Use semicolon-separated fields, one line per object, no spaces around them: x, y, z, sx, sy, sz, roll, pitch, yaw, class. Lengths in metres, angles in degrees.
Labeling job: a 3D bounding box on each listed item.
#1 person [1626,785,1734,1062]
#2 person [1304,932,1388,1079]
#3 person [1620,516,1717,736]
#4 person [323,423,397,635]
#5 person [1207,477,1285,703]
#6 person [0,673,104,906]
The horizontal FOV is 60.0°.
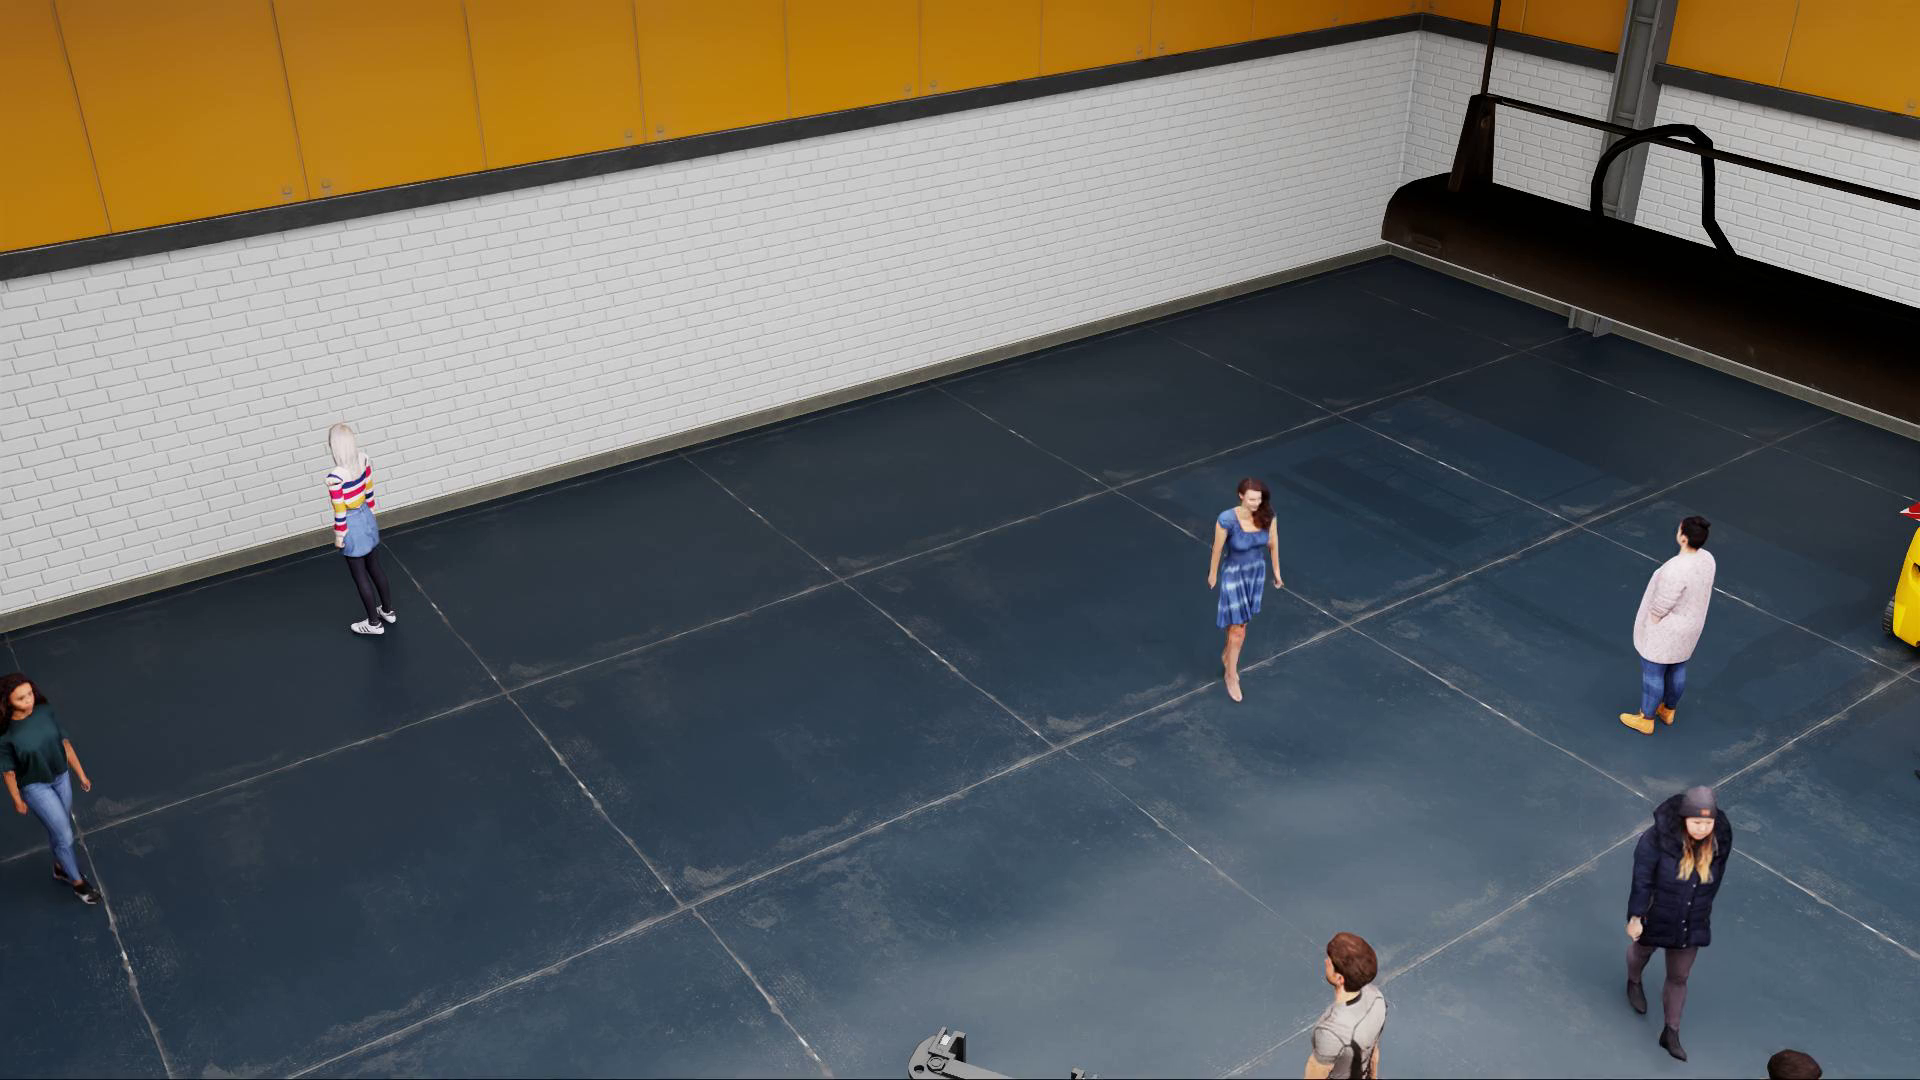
3.983;2.034;9.398;0.983;1.650;1.063;3;29;5;person
1.887;2.736;7.926;1.317;1.828;0.961;19;34;30;person
5.124;0.593;11.943;0.694;1.744;0.635;-16;32;-26;person
-4.759;-0.096;13.137;0.739;1.809;0.714;8;30;14;person
2.054;0.296;12.443;0.708;1.786;0.795;-14;32;-24;person
-5.789;1.508;10.415;0.890;1.600;0.802;10;30;18;person
